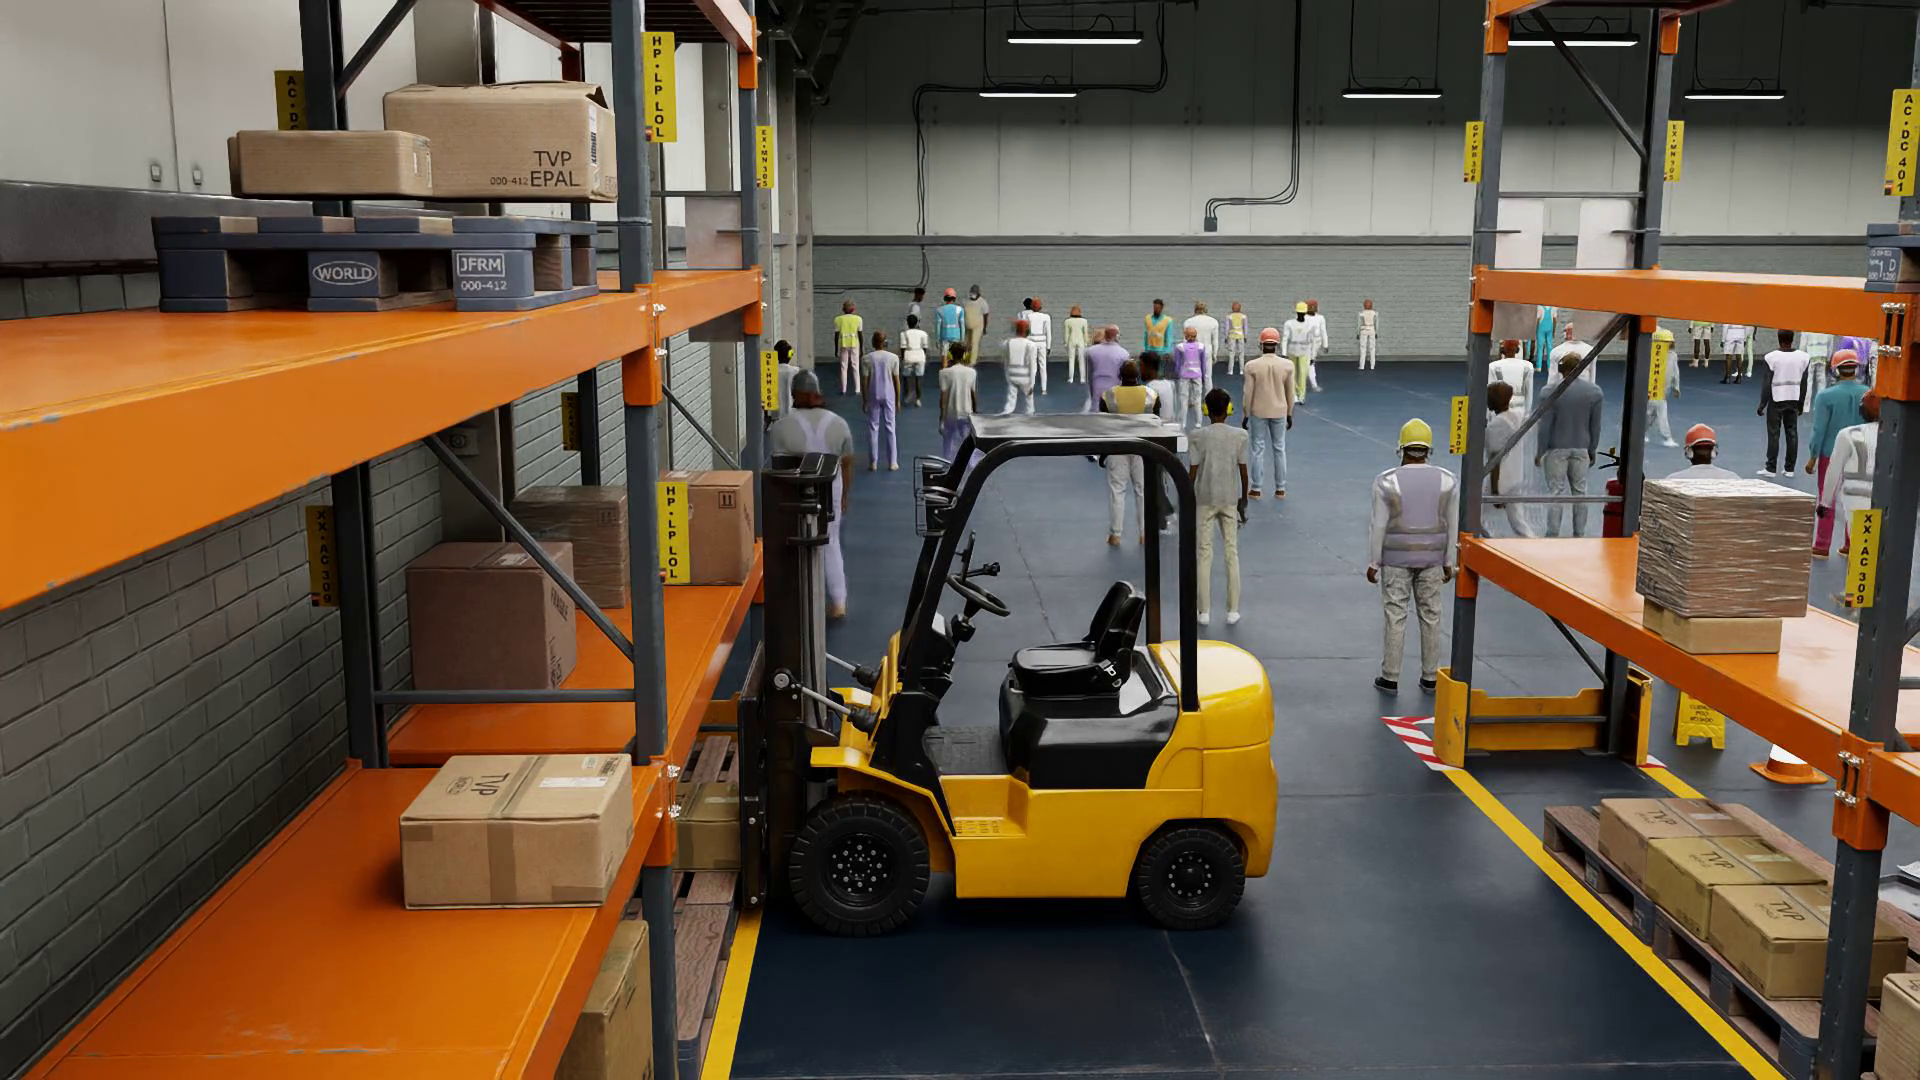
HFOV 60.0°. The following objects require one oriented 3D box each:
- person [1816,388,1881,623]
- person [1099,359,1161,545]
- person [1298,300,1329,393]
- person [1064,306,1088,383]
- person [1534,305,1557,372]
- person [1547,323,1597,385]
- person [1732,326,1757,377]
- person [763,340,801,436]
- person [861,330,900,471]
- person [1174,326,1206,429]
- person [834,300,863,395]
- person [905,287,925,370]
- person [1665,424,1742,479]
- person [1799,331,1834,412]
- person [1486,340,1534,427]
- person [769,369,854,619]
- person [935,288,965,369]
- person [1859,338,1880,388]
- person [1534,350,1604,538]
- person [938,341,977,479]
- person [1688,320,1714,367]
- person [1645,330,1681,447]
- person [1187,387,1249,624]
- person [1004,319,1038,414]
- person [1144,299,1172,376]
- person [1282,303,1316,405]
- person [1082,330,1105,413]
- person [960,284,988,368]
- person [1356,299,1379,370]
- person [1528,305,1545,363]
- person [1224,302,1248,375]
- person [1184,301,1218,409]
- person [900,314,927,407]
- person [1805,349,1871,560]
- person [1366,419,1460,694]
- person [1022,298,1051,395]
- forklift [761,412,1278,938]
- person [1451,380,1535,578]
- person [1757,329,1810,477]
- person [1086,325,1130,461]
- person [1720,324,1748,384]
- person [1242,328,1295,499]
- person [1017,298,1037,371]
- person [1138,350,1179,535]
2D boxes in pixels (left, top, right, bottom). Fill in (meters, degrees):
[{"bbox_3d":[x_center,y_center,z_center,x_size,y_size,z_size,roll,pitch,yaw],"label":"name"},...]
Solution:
[{"bbox_3d":[7.123,-0.283,13.197,0.575,1.844,0.913,-1,10,-3],"label":"person"},{"bbox_3d":[1.666,-0.864,16.425,0.621,1.845,0.429,0,10,-1],"label":"person"},{"bbox_3d":[7.016,-3.885,33.303,0.578,1.841,1.011,-4,11,-20],"label":"person"},{"bbox_3d":[2.462,-4.160,35.364,0.498,1.634,0.279,0,10,-1],"label":"person"},{"bbox_3d":[13.449,-4.781,38.261,0.504,1.839,0.344,0,10,-1],"label":"person"},{"bbox_3d":[8.191,-1.957,22.357,0.639,1.902,0.406,0,10,-1],"label":"person"},{"bbox_3d":[17.415,-4.554,36.901,0.521,1.874,0.328,0,10,-1],"label":"person"},{"bbox_3d":[-2.032,-1.385,19.275,0.521,1.865,0.328,0,10,-1],"label":"person"},{"bbox_3d":[-1.032,-1.816,21.743,0.504,1.839,0.344,0,10,-1],"label":"person"},{"bbox_3d":[3.687,-2.598,26.645,0.514,1.642,0.310,0,10,-1],"label":"person"},{"bbox_3d":[-2.166,-3.729,32.369,0.563,1.848,0.389,0,10,-1],"label":"person"},{"bbox_3d":[-1.045,-4.914,38.715,0.454,1.943,0.653,-1,10,-8],"label":"person"},{"bbox_3d":[5.072,0.072,11.486,0.563,1.742,0.339,0,10,-1],"label":"person"},{"bbox_3d":[15.033,-3.200,29.248,0.587,1.913,0.391,0,10,-1],"label":"person"},{"bbox_3d":[6.542,-1.505,19.883,0.573,1.883,0.355,0,10,-1],"label":"person"},{"bbox_3d":[-1.182,-0.399,13.281,0.697,2.000,1.029,-4,11,-22],"label":"person"},{"bbox_3d":[-0.204,-4.135,34.087,0.605,2.045,0.378,0,10,-1],"label":"person"},{"bbox_3d":[17.438,-3.593,31.932,0.484,1.735,0.311,0,10,-1],"label":"person"},{"bbox_3d":[5.908,-0.872,16.199,0.627,1.941,0.371,0,10,-1],"label":"person"},{"bbox_3d":[-0.031,-1.452,19.778,0.540,1.825,1.004,-4,11,-21],"label":"person"},{"bbox_3d":[17.689,-5.132,39.676,0.605,2.033,0.392,0,10,-1],"label":"person"},{"bbox_3d":[10.333,-2.249,24.561,0.496,1.704,0.918,-4,11,-21],"label":"person"},{"bbox_3d":[2.003,-0.263,13.023,0.521,1.865,0.328,0,10,-1],"label":"person"},{"bbox_3d":[0.874,-2.368,24.835,0.581,1.846,0.963,5,11,25],"label":"person"},{"bbox_3d":[3.766,-3.657,31.816,0.607,1.900,0.441,8,13,37],"label":"person"},{"bbox_3d":[6.268,-3.449,30.754,0.592,1.877,1.011,3,11,15],"label":"person"},{"bbox_3d":[2.185,-2.524,26.370,0.506,1.592,0.846,7,13,35],"label":"person"},{"bbox_3d":[0.333,-5.154,39.772,0.722,2.000,0.825,4,11,20],"label":"person"},{"bbox_3d":[9.522,-4.793,38.876,0.514,1.642,0.310,0,10,-1],"label":"person"},{"bbox_3d":[14.190,-5.304,40.924,0.542,1.927,0.374,0,10,-1],"label":"person"},{"bbox_3d":[6.194,-4.515,37.327,0.514,1.642,0.310,0,10,-1],"label":"person"},{"bbox_3d":[4.297,-3.299,29.739,0.627,1.934,0.371,0,10,-1],"label":"person"},{"bbox_3d":[-0.861,-3.274,30.329,0.536,1.660,0.780,-3,11,-15],"label":"person"},{"bbox_3d":[8.288,-0.800,15.671,0.611,1.985,0.393,0,10,-1],"label":"person"},{"bbox_3d":[2.980,0.114,10.999,0.588,1.835,0.403,0,10,-1],"label":"person"},{"bbox_3d":[1.493,-3.781,32.563,0.573,1.883,0.355,0,10,-1],"label":"person"},{"bbox_3d":[0.291,0.548,7.580,2.313,2.155,1.214,0,10,-2],"label":"forklift"},{"bbox_3d":[4.747,-0.484,14.447,0.516,1.808,0.945,-8,13,-36],"label":"person"},{"bbox_3d":[10.481,-1.753,21.183,0.587,1.913,0.391,0,10,-1],"label":"person"},{"bbox_3d":[2.005,-2.010,22.758,0.644,1.869,0.951,4,11,23],"label":"person"},{"bbox_3d":[16.267,-4.235,34.969,0.542,1.927,0.374,0,10,-1],"label":"person"},{"bbox_3d":[3.585,-1.468,19.363,0.611,1.996,0.378,0,10,-1],"label":"person"},{"bbox_3d":[1.574,-4.712,38.282,0.531,1.692,0.320,0,10,-1],"label":"person"},{"bbox_3d":[1.995,-0.986,16.952,0.453,1.899,0.593,4,11,20],"label":"person"}]
